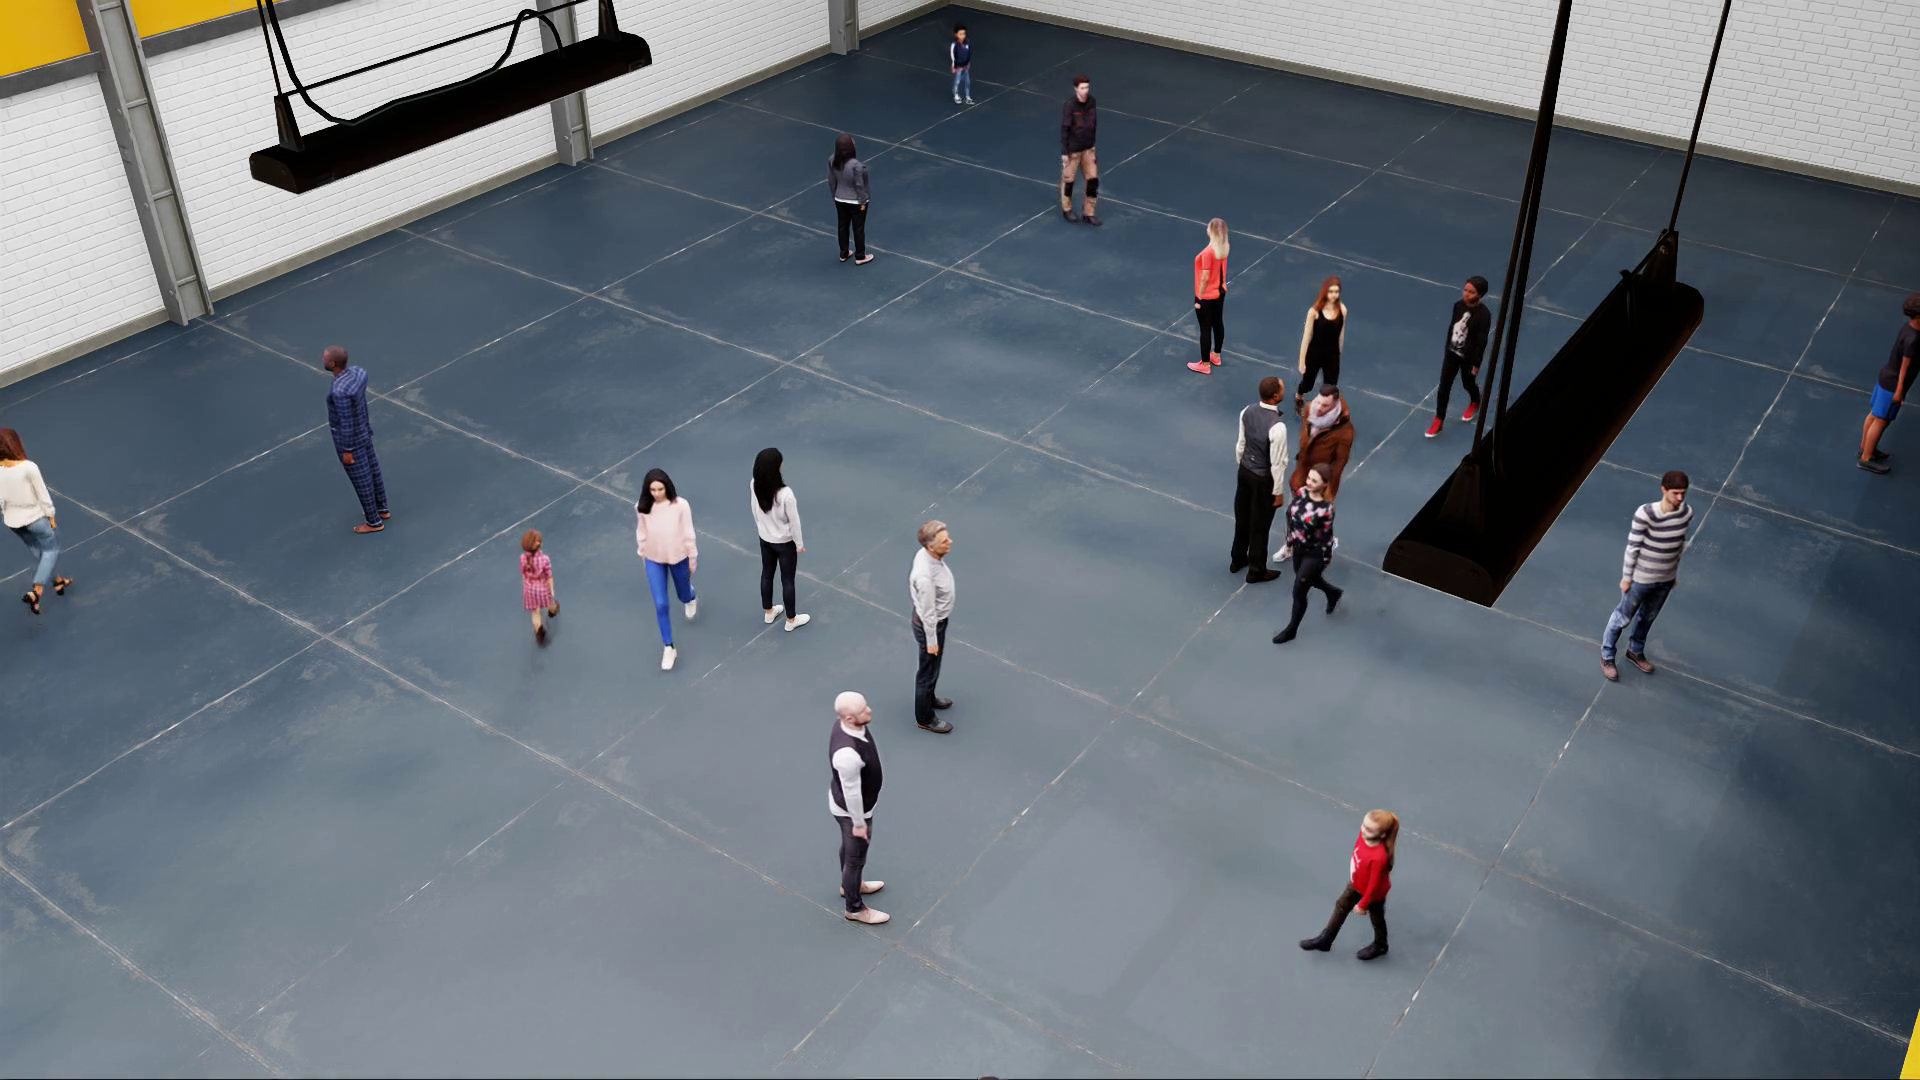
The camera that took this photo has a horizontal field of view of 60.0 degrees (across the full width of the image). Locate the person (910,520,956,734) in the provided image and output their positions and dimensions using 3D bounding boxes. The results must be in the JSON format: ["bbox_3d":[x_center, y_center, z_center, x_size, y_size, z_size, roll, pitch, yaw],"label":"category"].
[{"bbox_3d":[-0.214,0.615,12.545,0.800,1.819,0.684,2,34,2],"label":"person"}]

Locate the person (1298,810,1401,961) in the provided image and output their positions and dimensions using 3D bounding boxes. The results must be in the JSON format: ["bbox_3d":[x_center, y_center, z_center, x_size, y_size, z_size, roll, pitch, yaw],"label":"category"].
[{"bbox_3d":[2.669,2.211,10.650,0.877,1.258,0.795,-8,34,-11],"label":"person"}]

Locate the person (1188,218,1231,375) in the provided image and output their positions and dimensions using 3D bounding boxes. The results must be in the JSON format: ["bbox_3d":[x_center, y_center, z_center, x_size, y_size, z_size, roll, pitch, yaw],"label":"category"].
[{"bbox_3d":[2.641,-2.574,17.456,0.670,1.693,0.498,25,41,33],"label":"person"}]

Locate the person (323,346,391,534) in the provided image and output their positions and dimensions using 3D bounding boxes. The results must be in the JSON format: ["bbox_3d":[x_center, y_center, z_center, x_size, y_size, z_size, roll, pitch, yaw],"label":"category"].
[{"bbox_3d":[-5.403,-0.916,14.844,0.840,1.824,0.736,2,34,3],"label":"person"}]

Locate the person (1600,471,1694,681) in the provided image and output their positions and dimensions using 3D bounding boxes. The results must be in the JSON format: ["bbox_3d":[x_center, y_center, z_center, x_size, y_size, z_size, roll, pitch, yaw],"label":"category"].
[{"bbox_3d":[5.413,0.249,13.063,0.697,1.855,0.776,-8,34,-12],"label":"person"}]

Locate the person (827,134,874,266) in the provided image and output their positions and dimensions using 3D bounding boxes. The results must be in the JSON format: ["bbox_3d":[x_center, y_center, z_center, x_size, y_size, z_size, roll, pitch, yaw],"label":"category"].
[{"bbox_3d":[-1.303,-4.061,19.779,0.660,1.598,0.644,20,38,27],"label":"person"}]

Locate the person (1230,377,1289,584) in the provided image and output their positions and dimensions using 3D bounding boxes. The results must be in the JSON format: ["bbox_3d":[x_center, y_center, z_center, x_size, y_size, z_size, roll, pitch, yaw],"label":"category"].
[{"bbox_3d":[2.542,-0.523,14.167,0.738,1.918,0.772,-19,38,-26],"label":"person"}]

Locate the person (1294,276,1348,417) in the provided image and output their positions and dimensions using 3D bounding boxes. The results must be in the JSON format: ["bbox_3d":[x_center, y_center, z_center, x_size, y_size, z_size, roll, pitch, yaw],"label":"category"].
[{"bbox_3d":[3.521,-1.802,16.291,1.034,1.697,1.150,-3,34,-4],"label":"person"}]

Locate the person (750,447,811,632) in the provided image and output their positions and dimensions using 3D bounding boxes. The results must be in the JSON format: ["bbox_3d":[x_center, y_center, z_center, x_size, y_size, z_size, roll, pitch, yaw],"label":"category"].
[{"bbox_3d":[-1.502,-0.019,13.605,0.614,1.701,0.552,19,38,27],"label":"person"}]

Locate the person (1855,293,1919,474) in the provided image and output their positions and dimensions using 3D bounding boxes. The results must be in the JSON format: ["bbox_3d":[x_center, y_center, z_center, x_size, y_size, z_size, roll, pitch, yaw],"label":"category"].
[{"bbox_3d":[8.866,-1.517,15.769,0.698,1.799,0.562,15,36,21],"label":"person"}]

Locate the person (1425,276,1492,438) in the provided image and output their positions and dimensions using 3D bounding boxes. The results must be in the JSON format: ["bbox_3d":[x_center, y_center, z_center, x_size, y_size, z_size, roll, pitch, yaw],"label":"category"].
[{"bbox_3d":[5.009,-1.836,16.389,1.120,1.645,0.758,-27,42,-34],"label":"person"}]

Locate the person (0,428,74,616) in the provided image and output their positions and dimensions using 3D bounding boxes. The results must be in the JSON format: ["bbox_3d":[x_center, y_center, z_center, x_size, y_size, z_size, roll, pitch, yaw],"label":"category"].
[{"bbox_3d":[-7.764,-0.131,13.811,0.906,1.660,1.045,2,34,3],"label":"person"}]

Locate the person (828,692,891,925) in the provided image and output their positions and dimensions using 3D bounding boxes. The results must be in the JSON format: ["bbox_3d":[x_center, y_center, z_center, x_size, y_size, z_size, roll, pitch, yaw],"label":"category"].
[{"bbox_3d":[-0.686,1.725,10.870,0.839,1.823,0.764,-3,34,-5],"label":"person"}]

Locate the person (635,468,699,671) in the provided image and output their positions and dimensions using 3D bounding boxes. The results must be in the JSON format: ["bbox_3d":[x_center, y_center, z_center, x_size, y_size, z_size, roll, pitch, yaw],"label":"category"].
[{"bbox_3d":[-2.315,0.133,13.342,1.007,1.740,1.175,1,34,2],"label":"person"}]

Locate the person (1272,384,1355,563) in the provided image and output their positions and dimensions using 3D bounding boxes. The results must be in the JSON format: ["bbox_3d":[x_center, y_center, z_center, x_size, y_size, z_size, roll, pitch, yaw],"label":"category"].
[{"bbox_3d":[3.111,-0.544,14.294,0.903,1.812,0.831,-20,38,-27],"label":"person"}]

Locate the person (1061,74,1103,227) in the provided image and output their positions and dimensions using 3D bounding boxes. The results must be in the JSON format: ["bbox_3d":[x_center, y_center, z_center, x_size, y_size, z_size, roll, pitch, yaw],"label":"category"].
[{"bbox_3d":[1.438,-4.895,20.759,0.989,1.902,0.997,-17,37,-24],"label":"person"}]

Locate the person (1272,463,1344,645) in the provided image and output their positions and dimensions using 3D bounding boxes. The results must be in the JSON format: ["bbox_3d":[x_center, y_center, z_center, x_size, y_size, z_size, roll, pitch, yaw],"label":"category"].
[{"bbox_3d":[2.901,0.066,13.515,1.075,1.658,0.855,-17,37,-24],"label":"person"}]

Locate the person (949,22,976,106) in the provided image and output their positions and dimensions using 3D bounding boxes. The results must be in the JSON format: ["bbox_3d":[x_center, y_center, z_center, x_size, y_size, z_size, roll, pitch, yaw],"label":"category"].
[{"bbox_3d":[-0.019,-7.084,24.681,0.724,1.206,0.750,-16,37,-23],"label":"person"}]

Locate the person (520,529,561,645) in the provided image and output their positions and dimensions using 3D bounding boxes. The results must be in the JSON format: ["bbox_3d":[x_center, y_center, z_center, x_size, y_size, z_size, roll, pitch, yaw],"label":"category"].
[{"bbox_3d":[-3.474,0.396,13.614,0.664,1.000,0.781,0,34,0],"label":"person"}]
